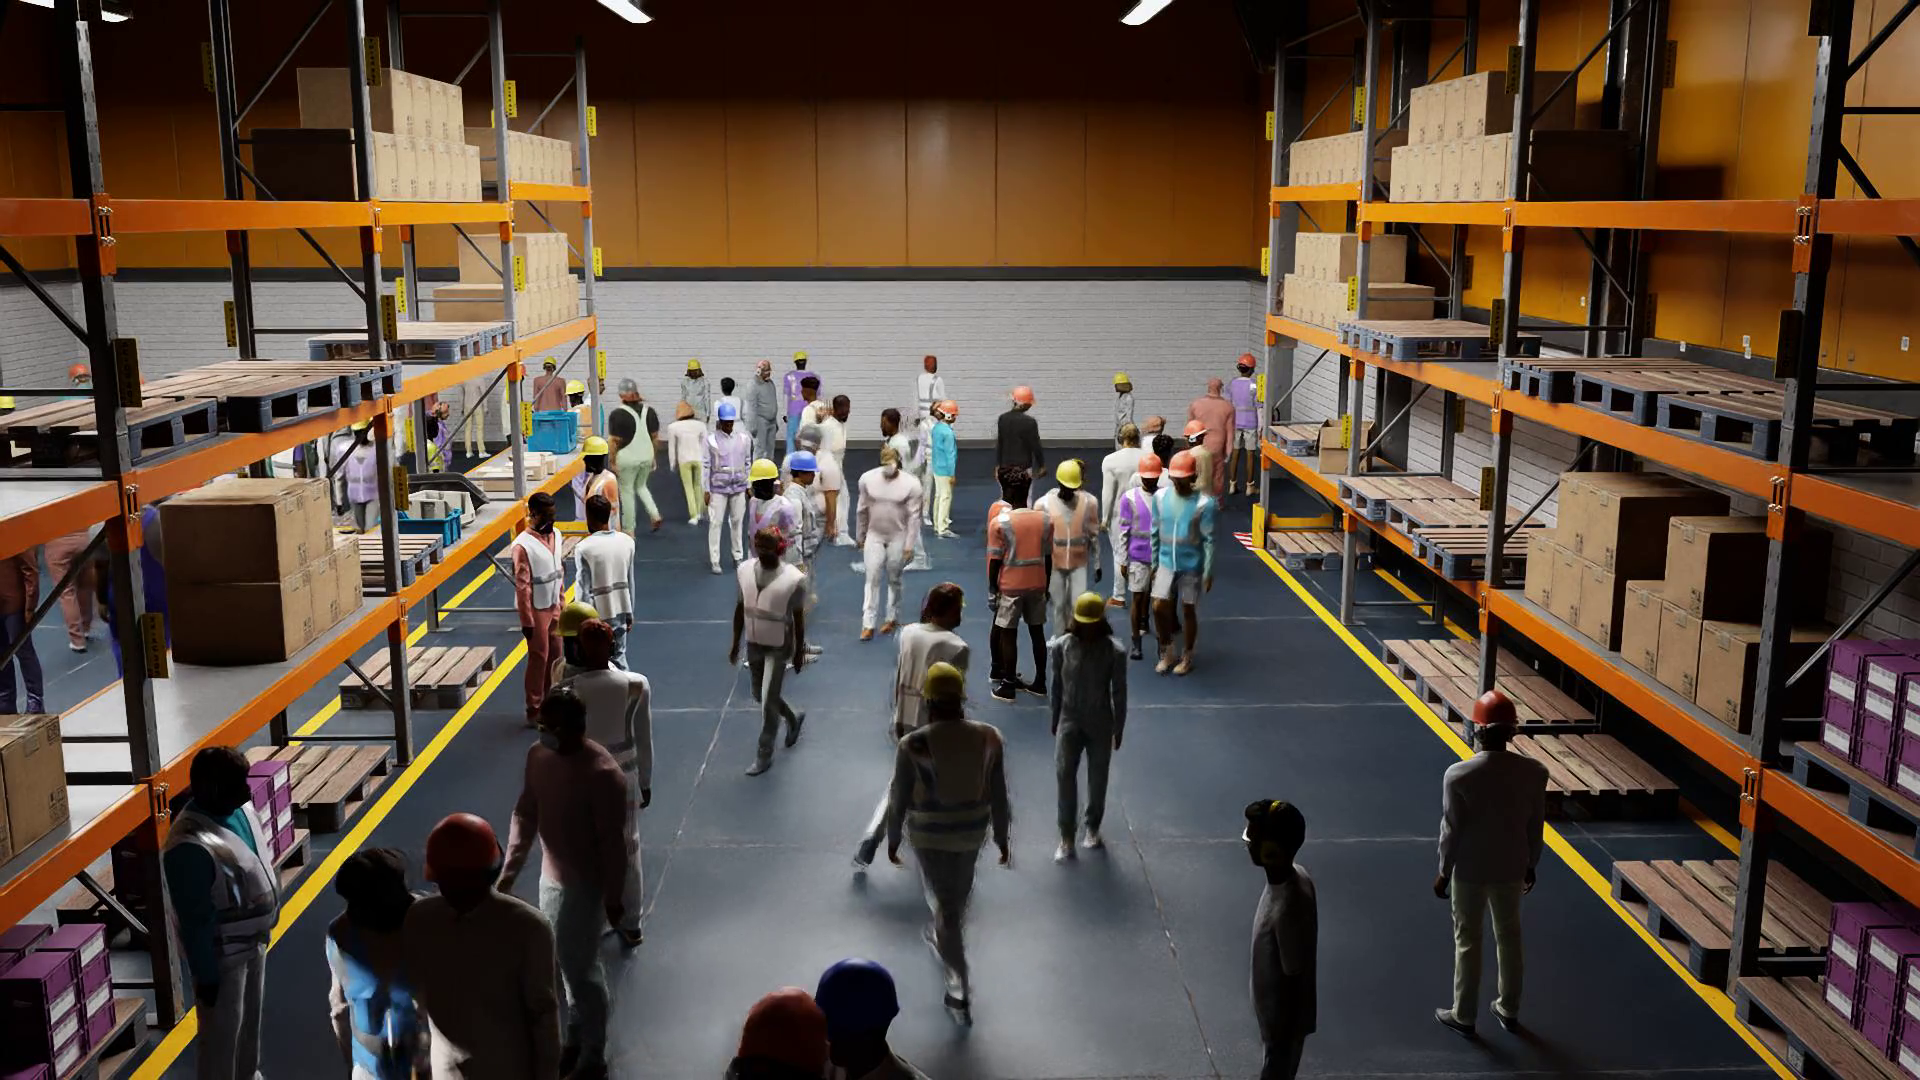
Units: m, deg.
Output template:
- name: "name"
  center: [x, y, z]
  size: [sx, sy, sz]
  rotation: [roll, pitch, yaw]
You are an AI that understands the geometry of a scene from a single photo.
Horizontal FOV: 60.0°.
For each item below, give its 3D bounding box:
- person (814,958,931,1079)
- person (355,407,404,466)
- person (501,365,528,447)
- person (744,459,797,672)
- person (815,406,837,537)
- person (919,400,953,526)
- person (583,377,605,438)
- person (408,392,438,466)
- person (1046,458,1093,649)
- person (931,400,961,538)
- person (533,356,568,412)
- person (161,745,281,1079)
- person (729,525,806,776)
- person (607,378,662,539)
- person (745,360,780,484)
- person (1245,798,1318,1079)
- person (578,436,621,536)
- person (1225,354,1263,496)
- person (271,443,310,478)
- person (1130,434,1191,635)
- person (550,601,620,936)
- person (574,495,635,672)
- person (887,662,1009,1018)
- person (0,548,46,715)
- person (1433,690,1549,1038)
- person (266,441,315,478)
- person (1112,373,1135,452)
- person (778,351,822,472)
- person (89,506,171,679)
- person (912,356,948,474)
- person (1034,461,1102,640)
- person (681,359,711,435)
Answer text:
- name: "person"
  center: [-0.282, 2.164, 5.011]
  size: [0.615, 1.945, 0.400]
  rotation: [9, 15, 39]
- name: "person"
  center: [-7.657, -1.181, 22.007]
  size: [0.650, 1.870, 0.934]
  rotation: [-1, 11, -7]
- name: "person"
  center: [-6.214, -1.507, 23.322]
  size: [0.391, 1.988, 0.611]
  rotation: [-3, 12, -13]
- name: "person"
  center: [-1.701, 0.230, 14.764]
  size: [0.381, 1.924, 0.594]
  rotation: [-11, 16, -44]
- name: "person"
  center: [-1.722, -0.876, 21.033]
  size: [0.308, 1.640, 0.510]
  rotation: [6, 13, 27]
- name: "person"
  center: [-0.306, -1.012, 21.724]
  size: [0.511, 1.638, 0.307]
  rotation: [-7, 13, -31]
- name: "person"
  center: [-5.043, -1.363, 22.983]
  size: [0.342, 1.839, 0.503]
  rotation: [-2, 11, -8]
- name: "person"
  center: [-8.603, -2.060, 26.653]
  size: [0.314, 1.769, 0.524]
  rotation: [10, 15, 41]
- name: "person"
  center: [0.965, 0.147, 15.383]
  size: [0.552, 1.856, 0.370]
  rotation: [8, 14, 33]
- name: "person"
  center: [-0.164, -0.888, 20.841]
  size: [0.355, 1.742, 0.574]
  rotation: [-4, 12, -18]
- name: "person"
  center: [-6.584, -2.075, 26.761]
  size: [0.535, 1.755, 0.342]
  rotation: [-2, 11, -10]
- name: "person"
  center: [-3.197, 1.774, 7.279]
  size: [0.430, 1.832, 0.631]
  rotation: [0, 11, -2]
- name: "person"
  center: [-1.386, 0.767, 12.333]
  size: [0.584, 1.825, 0.785]
  rotation: [7, 13, 30]
- name: "person"
  center: [-4.113, -1.029, 20.790]
  size: [0.567, 2.000, 0.696]
  rotation: [10, 15, 41]
- name: "person"
  center: [-2.903, -1.729, 24.681]
  size: [0.401, 1.894, 0.656]
  rotation: [5, 13, 25]
- name: "person"
  center: [1.237, 1.909, 6.505]
  size: [0.315, 1.865, 0.526]
  rotation: [2, 12, 11]
- name: "person"
  center: [-3.491, -0.051, 16.171]
  size: [0.371, 1.929, 0.584]
  rotation: [-6, 13, -29]
- name: "person"
  center: [4.101, -1.657, 23.933]
  size: [0.608, 2.044, 0.371]
  rotation: [7, 13, 33]
- name: "person"
  center: [-7.747, -0.627, 19.274]
  size: [0.573, 1.842, 0.373]
  rotation: [8, 14, 35]
- name: "person"
  center: [1.932, -0.050, 16.071]
  size: [0.607, 1.966, 0.367]
  rotation: [3, 12, 14]
- name: "person"
  center: [-2.126, 1.287, 9.452]
  size: [0.594, 1.930, 0.354]
  rotation: [8, 14, 35]
- name: "person"
  center: [-2.763, 0.593, 13.003]
  size: [0.398, 1.909, 0.600]
  rotation: [7, 13, 31]
- name: "person"
  center: [-0.080, 1.512, 8.706]
  size: [0.623, 1.779, 0.947]
  rotation: [-5, 12, -22]
- name: "person"
  center: [-7.595, 0.510, 13.190]
  size: [0.622, 1.992, 0.397]
  rotation: [4, 12, 17]
- name: "person"
  center: [2.624, 1.606, 8.304]
  size: [0.572, 1.748, 0.342]
  rotation: [-3, 12, -13]
- name: "person"
  center: [-7.862, -0.732, 19.561]
  size: [0.631, 1.940, 0.372]
  rotation: [2, 11, 9]
- name: "person"
  center: [2.383, -1.579, 24.340]
  size: [0.328, 1.736, 0.494]
  rotation: [-3, 12, -16]
- name: "person"
  center: [-2.511, -1.987, 25.968]
  size: [0.802, 1.897, 0.580]
  rotation: [-5, 12, -25]
- name: "person"
  center: [-6.717, 0.404, 13.606]
  size: [0.719, 2.000, 0.594]
  rotation: [-9, 14, -37]
- name: "person"
  center: [-0.454, -1.960, 25.988]
  size: [0.979, 1.842, 0.593]
  rotation: [-10, 15, -41]
- name: "person"
  center: [0.959, 0.214, 14.918]
  size: [0.639, 1.889, 0.496]
  rotation: [0, 11, -2]
- name: "person"
  center: [-4.218, -2.024, 26.562]
  size: [0.483, 1.734, 0.339]
  rotation: [2, 11, 8]
